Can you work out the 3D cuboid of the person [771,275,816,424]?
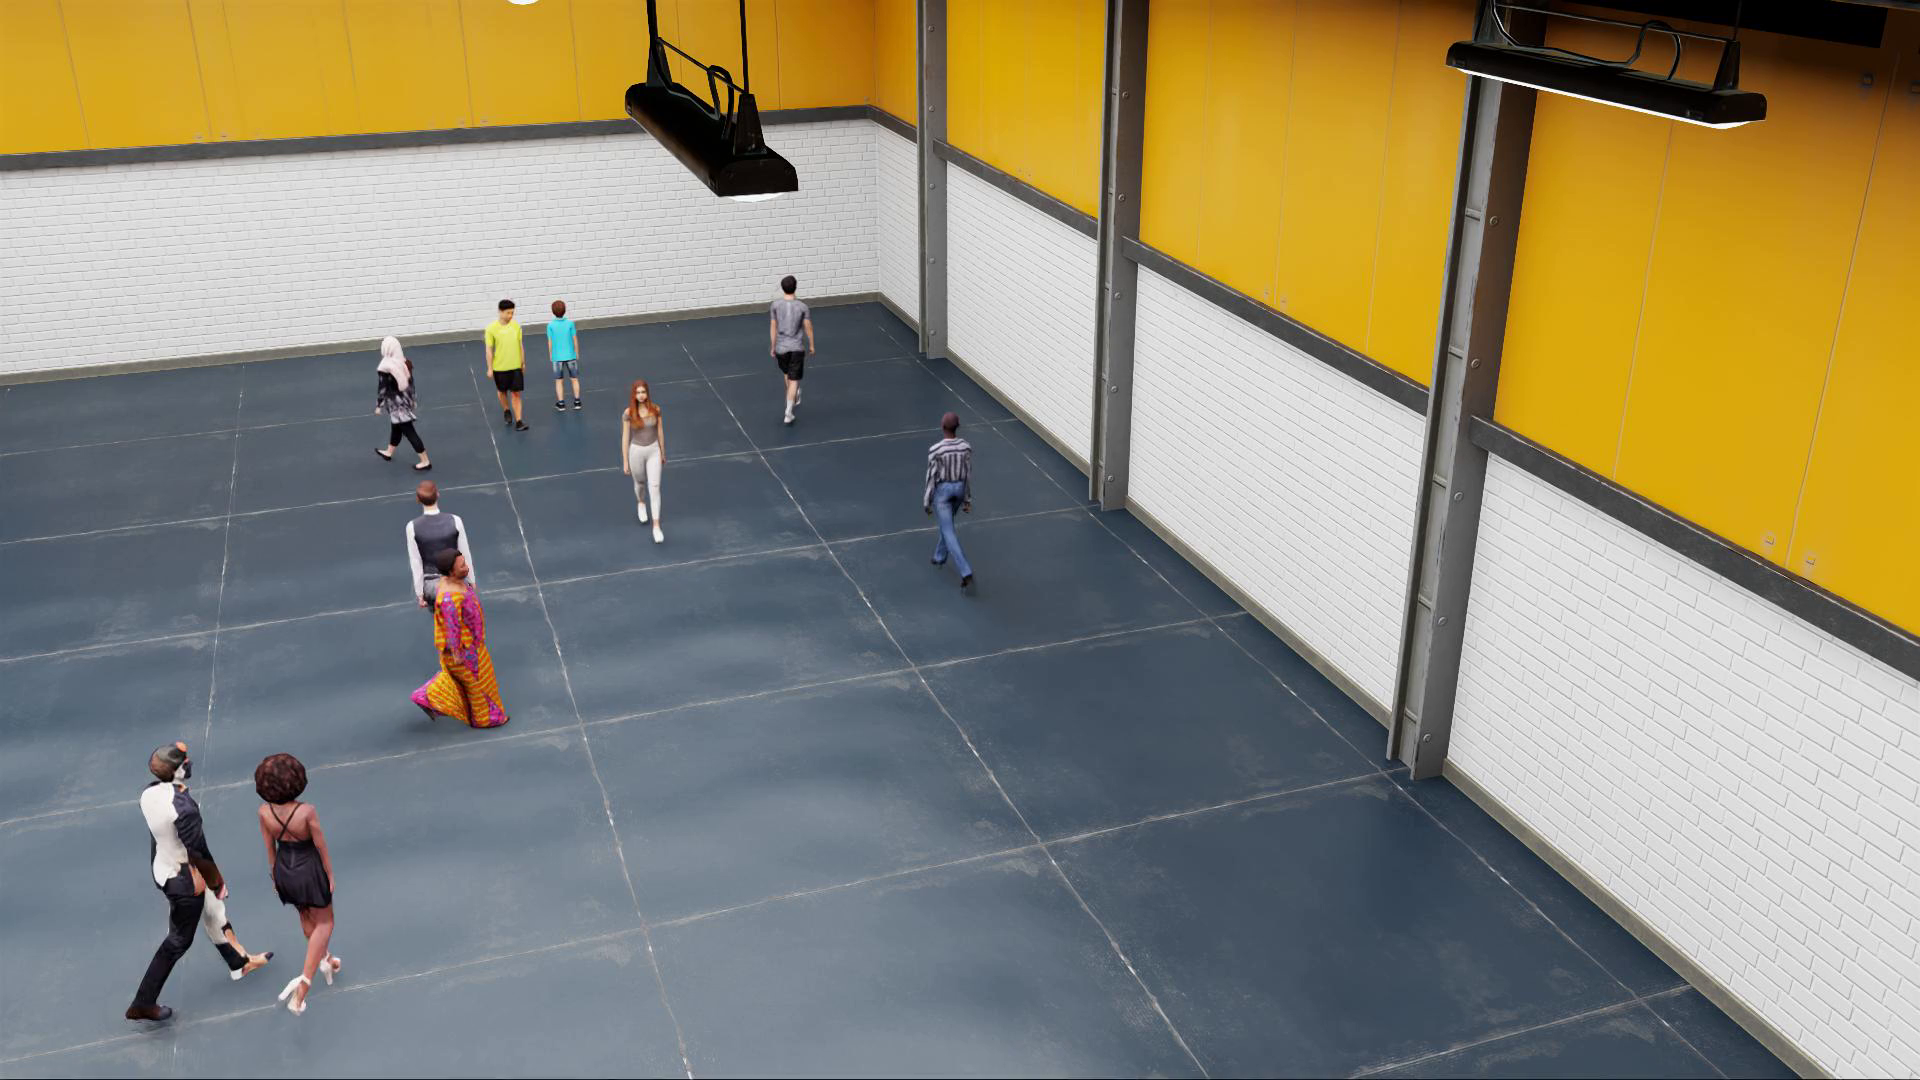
[{"bbox_3d":[-2.154,-2.368,20.924,1.057,1.834,1.269,4,24,9],"label":"person"}]

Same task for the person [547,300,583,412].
[{"bbox_3d":[-5.114,-2.398,21.475,0.513,1.449,0.466,-8,25,-18],"label":"person"}]

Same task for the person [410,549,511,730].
[{"bbox_3d":[-4.213,0.831,13.814,0.730,1.668,0.954,-6,24,-14],"label":"person"}]

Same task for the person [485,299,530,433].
[{"bbox_3d":[-5.687,-2.198,20.755,0.784,1.658,1.096,-12,26,-26],"label":"person"}]

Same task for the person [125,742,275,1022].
[{"bbox_3d":[-4.988,2.186,10.491,1.090,1.847,1.250,-22,32,-40],"label":"person"}]

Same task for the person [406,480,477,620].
[{"bbox_3d":[-4.474,0.437,14.411,0.711,1.913,1.258,-6,24,-13],"label":"person"}]

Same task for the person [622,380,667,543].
[{"bbox_3d":[-3.379,-0.896,17.743,0.627,1.685,1.133,-7,25,-16],"label":"person"}]

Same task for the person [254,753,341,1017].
[{"bbox_3d":[-4.203,2.211,10.536,0.808,1.766,1.052,2,24,4],"label":"person"}]

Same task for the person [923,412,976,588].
[{"bbox_3d":[-0.069,-0.360,16.430,0.787,1.755,1.175,-13,27,-28],"label":"person"}]

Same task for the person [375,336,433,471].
[{"bbox_3d":[-6.447,-1.547,19.345,1.111,1.594,1.088,8,25,19],"label":"person"}]
